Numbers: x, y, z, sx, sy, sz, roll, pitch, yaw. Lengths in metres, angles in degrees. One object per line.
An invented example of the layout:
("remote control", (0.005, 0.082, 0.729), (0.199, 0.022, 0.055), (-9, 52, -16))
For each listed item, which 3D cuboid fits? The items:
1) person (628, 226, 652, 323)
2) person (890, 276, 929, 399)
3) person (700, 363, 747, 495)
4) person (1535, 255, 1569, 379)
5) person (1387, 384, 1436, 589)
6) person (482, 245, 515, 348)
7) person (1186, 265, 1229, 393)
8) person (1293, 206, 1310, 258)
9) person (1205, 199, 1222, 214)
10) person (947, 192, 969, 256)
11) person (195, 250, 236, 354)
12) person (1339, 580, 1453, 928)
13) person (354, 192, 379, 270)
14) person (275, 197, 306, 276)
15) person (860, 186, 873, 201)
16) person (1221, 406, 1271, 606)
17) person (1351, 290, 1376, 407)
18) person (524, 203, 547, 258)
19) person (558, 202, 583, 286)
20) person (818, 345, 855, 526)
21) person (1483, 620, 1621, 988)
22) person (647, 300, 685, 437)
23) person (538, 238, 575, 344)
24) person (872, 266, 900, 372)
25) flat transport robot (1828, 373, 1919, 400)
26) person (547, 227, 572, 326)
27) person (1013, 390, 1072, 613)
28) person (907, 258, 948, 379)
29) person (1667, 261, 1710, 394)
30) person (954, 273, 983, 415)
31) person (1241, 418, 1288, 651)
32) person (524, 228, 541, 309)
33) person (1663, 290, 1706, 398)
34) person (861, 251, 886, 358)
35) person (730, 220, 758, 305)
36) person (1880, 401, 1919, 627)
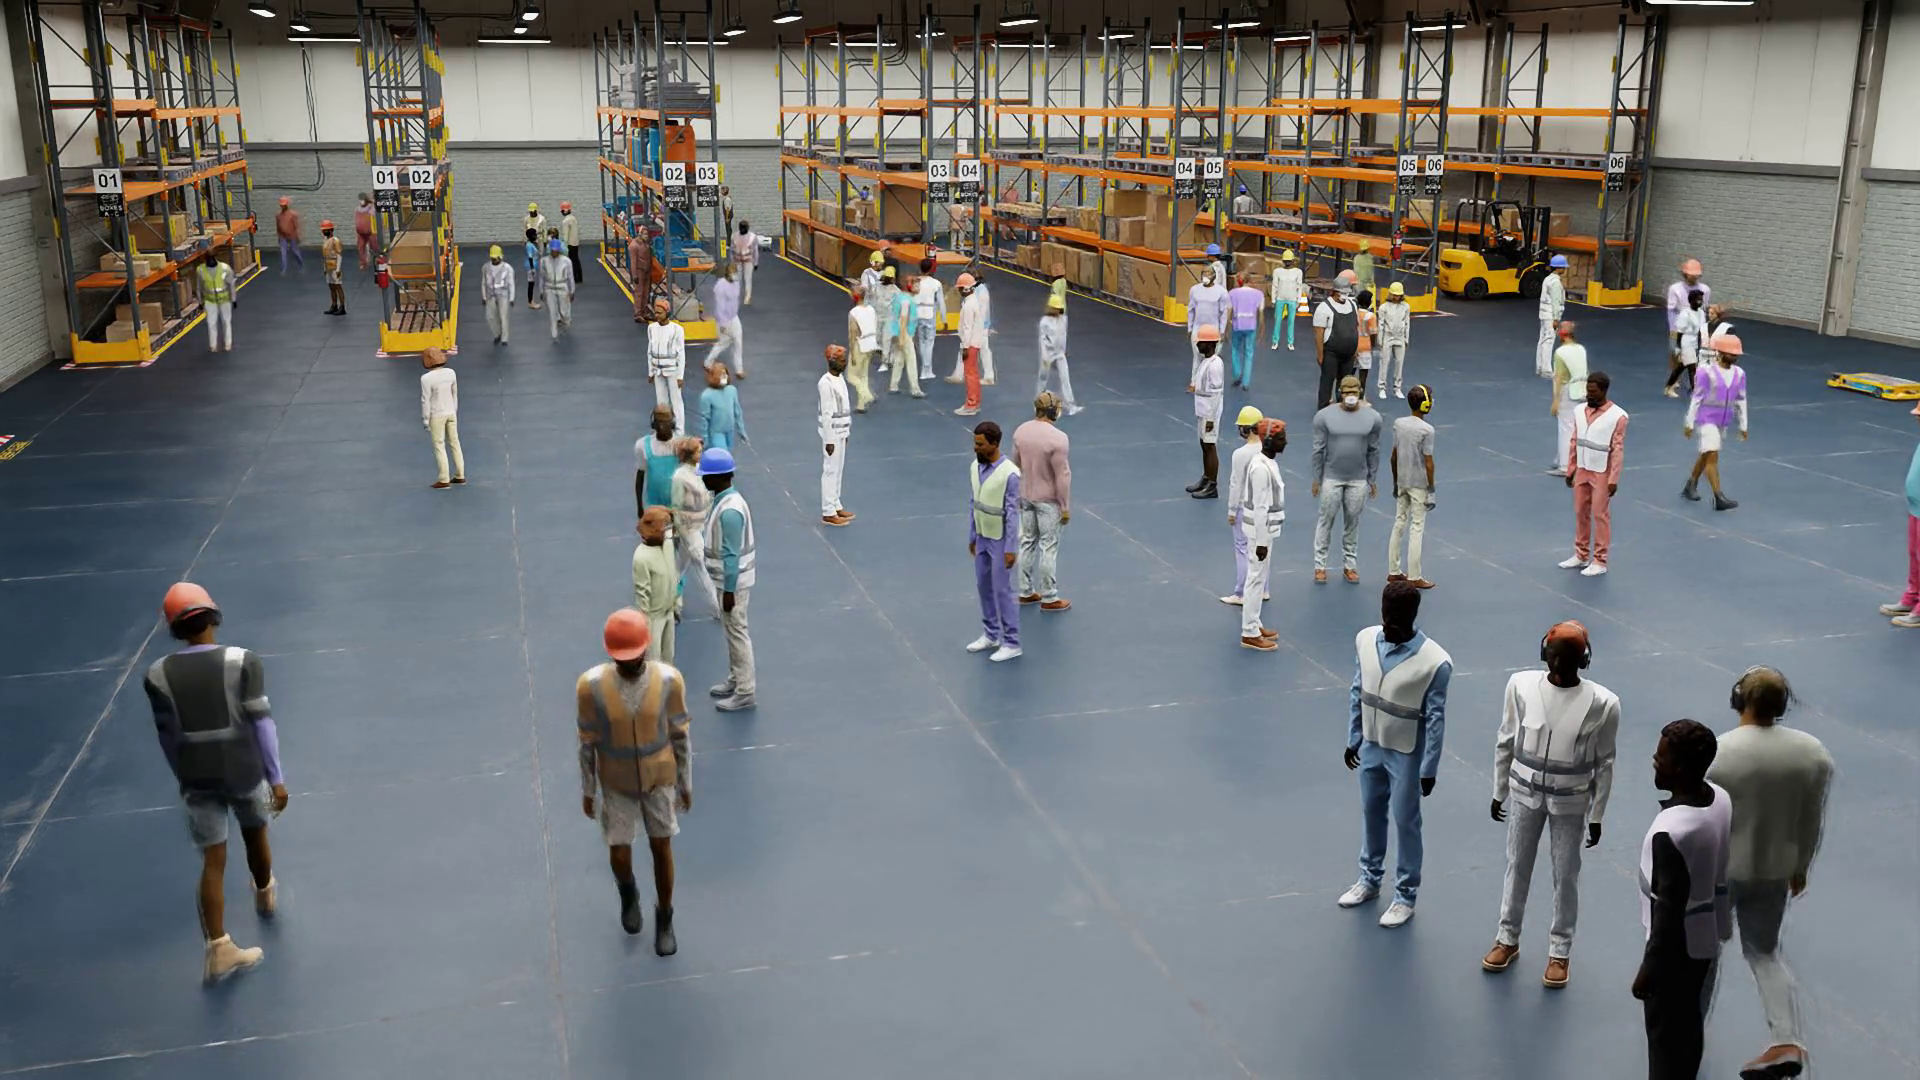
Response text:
("person", (-6.320, -5.282, 33.106), (0.401, 1.893, 0.652), (5, 16, 19))
("person", (-0.761, -3.018, 24.768), (0.644, 1.801, 0.623), (1, 15, 4))
("person", (-2.631, -1.150, 18.101), (0.790, 1.604, 0.514), (12, 19, 37))
("person", (9.423, -3.556, 26.492), (0.391, 1.949, 0.602), (1, 15, 4))
("person", (4.121, -0.482, 15.077), (0.328, 1.872, 0.511), (-9, 17, -30))
("person", (-8.245, -4.355, 29.740), (0.625, 1.813, 0.425), (2, 15, 6))
("person", (3.706, -3.156, 25.009), (0.627, 1.941, 0.370), (7, 17, 26))
("person", (8.845, -7.847, 43.012), (0.346, 1.760, 0.529), (-10, 18, -34))
("person", (7.846, -10.056, 51.452), (0.537, 1.689, 0.320), (-1, 15, -4))
("person", (-0.040, -8.343, 44.551), (0.594, 1.924, 0.379), (5, 16, 19))
("person", (-12.950, -4.144, 28.997), (0.641, 1.797, 0.934), (-5, 16, -20))
("person", (2.346, 1.124, 8.962), (0.397, 1.911, 0.587), (-11, 19, -36))
("person", (-15.462, -8.121, 43.497), (0.686, 2.000, 0.834), (3, 15, 12))
("person", (-16.929, -7.652, 41.951), (0.631, 1.933, 0.900), (1, 15, 5))
("person", (-2.742, -9.541, 49.198), (0.503, 1.861, 0.326), (8, 17, 27))
("person", (2.537, -0.302, 14.619), (0.527, 1.760, 0.331), (-12, 19, -38))
("person", (5.770, -2.750, 23.957), (0.318, 1.693, 0.537), (-9, 17, -30))
("person", (-10.626, -7.514, 41.634), (0.598, 1.824, 0.403), (2, 15, 8))
("person", (-9.269, -7.015, 39.468), (0.429, 1.981, 0.628), (3, 15, 10))
("person", (-1.299, -1.096, 17.360), (0.342, 1.882, 0.587), (3, 15, 10))
("person", (2.946, 1.307, 8.322), (0.576, 1.883, 0.355), (10, 18, 32))
("person", (-3.752, -2.133, 21.277), (0.578, 1.879, 0.347), (8, 17, 28))
("person", (-7.340, -4.555, 30.312), (0.656, 1.919, 0.652), (-2, 15, -8))
("person", (-1.216, -3.639, 27.265), (0.510, 1.705, 0.608), (9, 17, 29))
("flat transport robot", (13.906, -2.334, 25.113), (0.652, 0.197, 1.431), (-3, 15, -12))
("person", (-7.876, -5.168, 32.611), (0.623, 1.932, 0.374), (13, 20, 40))
("person", (0.716, -0.338, 14.403), (0.355, 1.938, 0.634), (-13, 19, -39))
("person", (-0.520, -3.528, 26.480), (0.634, 1.909, 0.497), (6, 16, 21))
("person", (11.002, -3.224, 25.173), (0.607, 1.978, 1.038), (3, 15, 12))
("person", (0.122, -2.760, 23.443), (0.412, 1.983, 0.619), (3, 15, 10))
("person", (2.451, -0.056, 13.446), (0.337, 1.882, 0.584), (4, 15, 13))
("person", (-9.071, -5.761, 35.268), (0.320, 1.698, 0.538), (-3, 15, -11))
("person", (10.735, -2.851, 24.408), (0.532, 1.647, 0.876), (-11, 18, -35))
("person", (-1.438, -4.055, 28.625), (0.586, 1.824, 0.404), (-14, 21, -43))
("person", (-4.654, -6.004, 35.939), (0.638, 1.827, 0.520), (3, 15, 10))
("person", (8.112, -0.255, 13.990), (0.392, 1.991, 0.612), (4, 15, 15))
